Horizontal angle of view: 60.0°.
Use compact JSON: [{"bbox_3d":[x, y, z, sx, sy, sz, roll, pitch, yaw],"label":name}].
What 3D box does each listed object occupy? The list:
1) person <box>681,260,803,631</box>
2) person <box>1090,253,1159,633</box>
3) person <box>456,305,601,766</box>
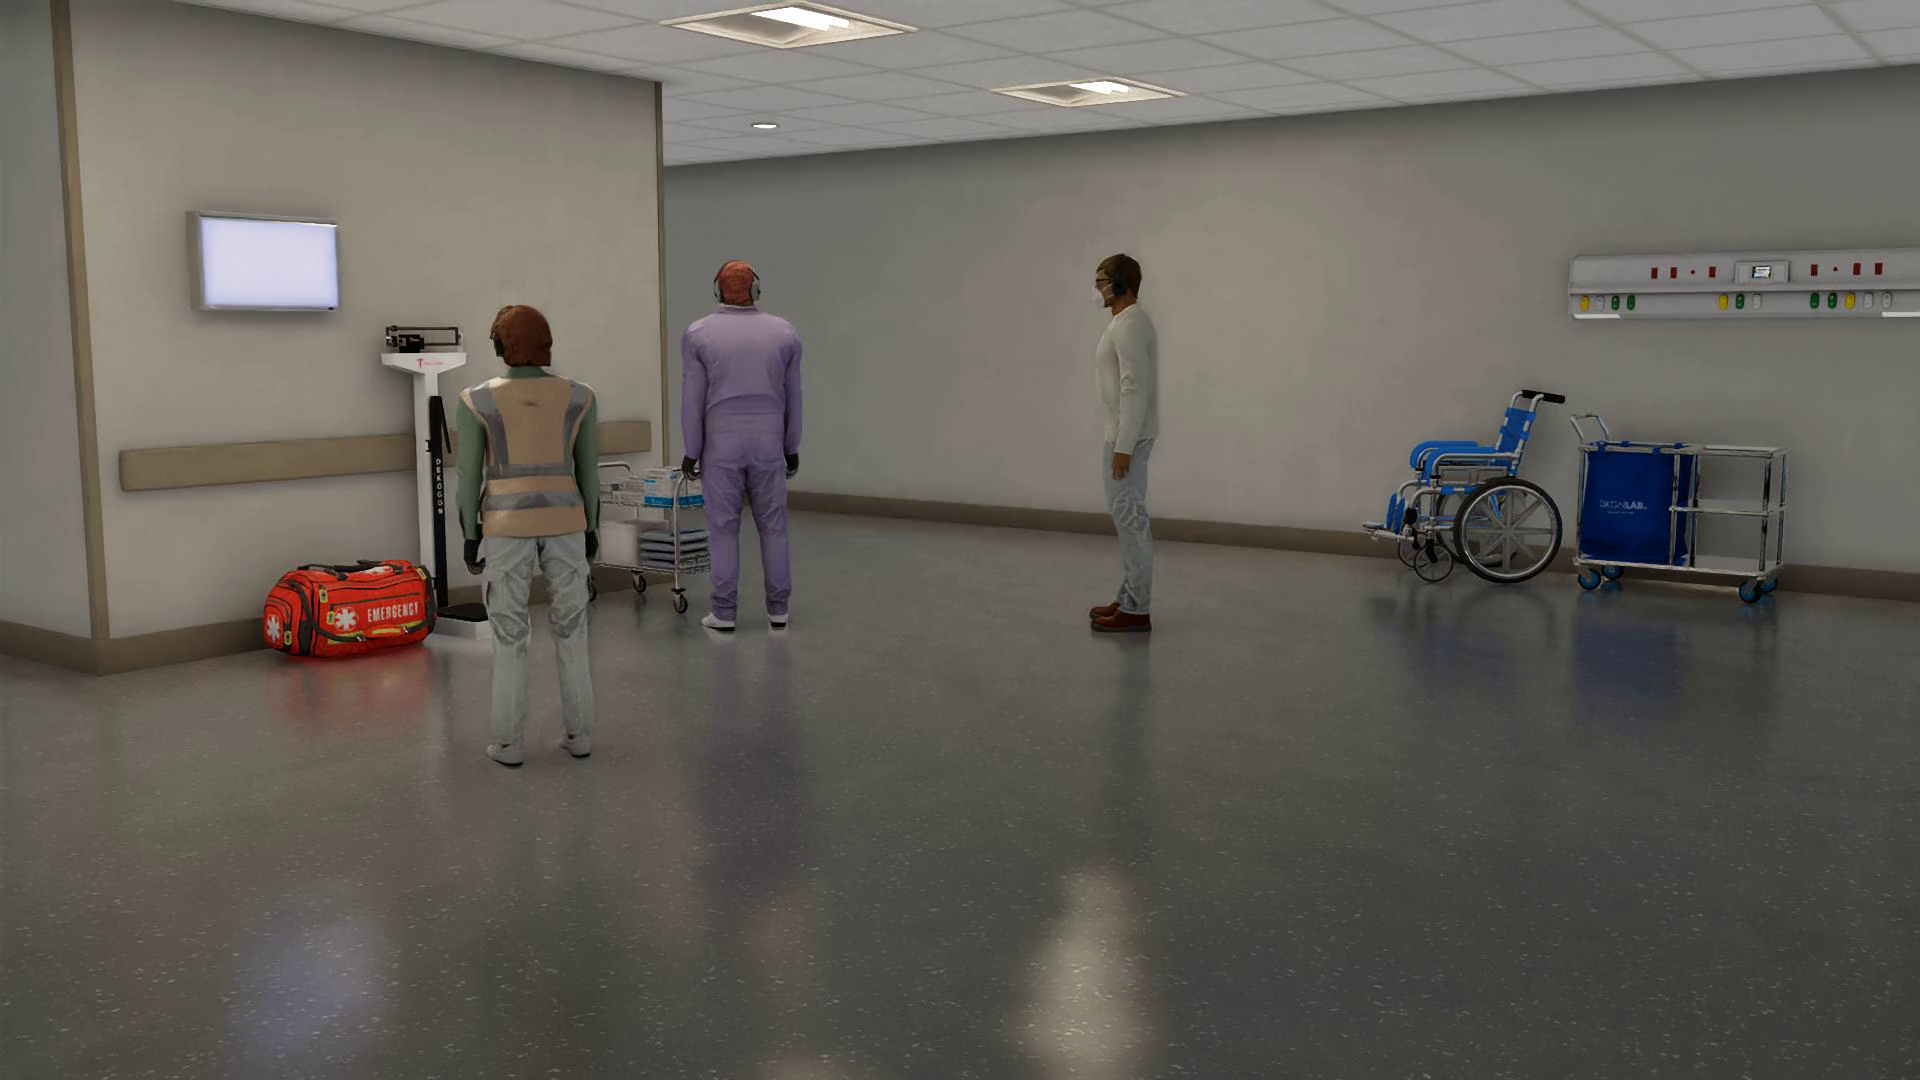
[{"bbox_3d":[-1.134,-0.484,8.590,0.644,1.905,0.400,-3,8,-23],"label":"person"},{"bbox_3d":[0.846,-0.495,8.538,0.352,1.937,0.635,1,7,6],"label":"person"},{"bbox_3d":[-1.524,-0.015,5.918,0.508,1.629,0.315,-3,8,-25],"label":"person"}]
